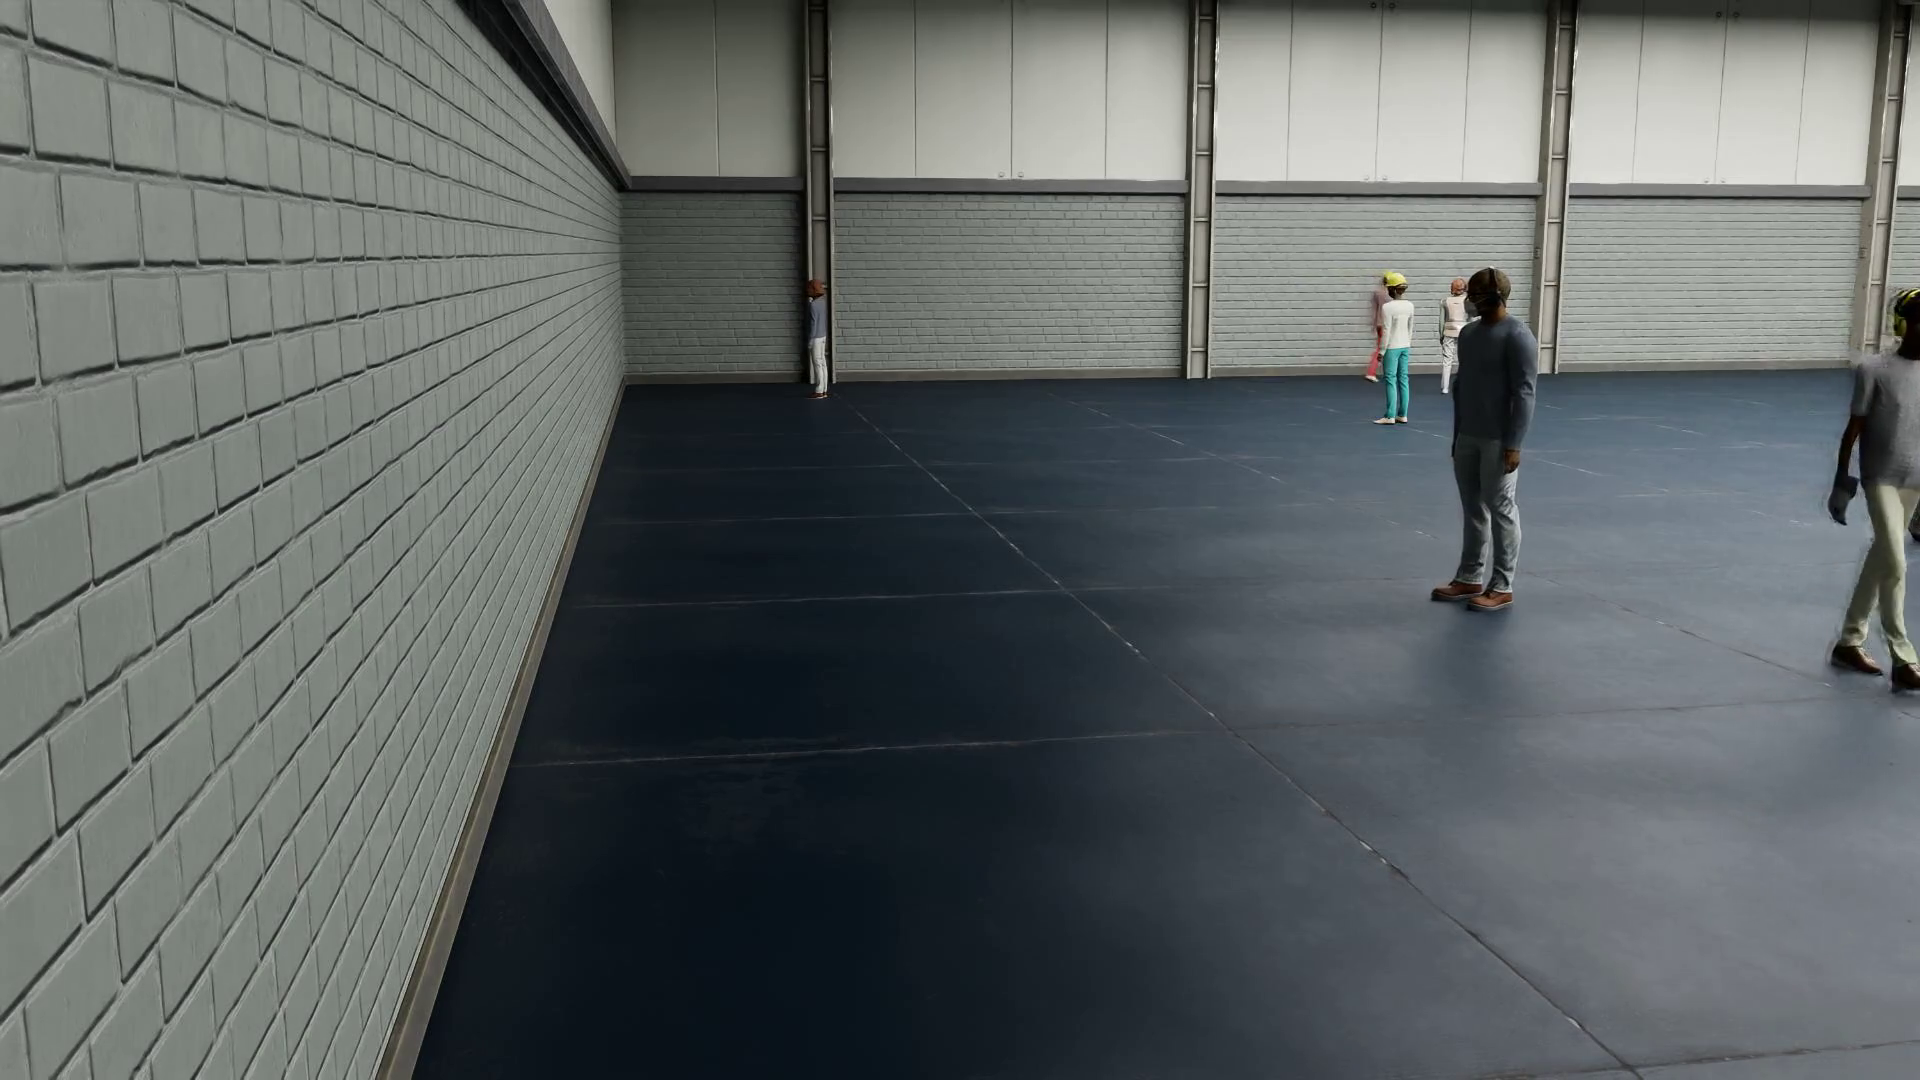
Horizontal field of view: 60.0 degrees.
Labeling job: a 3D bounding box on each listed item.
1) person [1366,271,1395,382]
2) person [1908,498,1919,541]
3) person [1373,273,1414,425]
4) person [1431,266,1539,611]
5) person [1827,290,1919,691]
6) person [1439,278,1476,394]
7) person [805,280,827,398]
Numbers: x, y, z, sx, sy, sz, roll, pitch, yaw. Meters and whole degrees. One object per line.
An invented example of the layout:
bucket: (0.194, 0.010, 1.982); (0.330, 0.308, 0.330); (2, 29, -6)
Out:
person: (6.642, -3.315, 25.865); (0.928, 1.716, 0.541); (-6, 12, -31)
person: (6.681, -0.842, 11.216); (0.677, 1.851, 0.993); (5, 11, 26)
person: (5.082, -2.228, 19.464); (0.530, 1.768, 0.312); (-7, 12, -37)
person: (2.990, -0.567, 9.413); (0.375, 1.936, 0.628); (-3, 10, -18)
person: (4.411, -0.226, 7.694); (0.524, 1.839, 0.869); (-2, 10, -12)
person: (7.020, -2.867, 23.504); (0.514, 1.641, 0.307); (5, 11, 27)
person: (-1.989, -2.767, 22.948); (0.283, 1.633, 0.497); (2, 10, 12)
